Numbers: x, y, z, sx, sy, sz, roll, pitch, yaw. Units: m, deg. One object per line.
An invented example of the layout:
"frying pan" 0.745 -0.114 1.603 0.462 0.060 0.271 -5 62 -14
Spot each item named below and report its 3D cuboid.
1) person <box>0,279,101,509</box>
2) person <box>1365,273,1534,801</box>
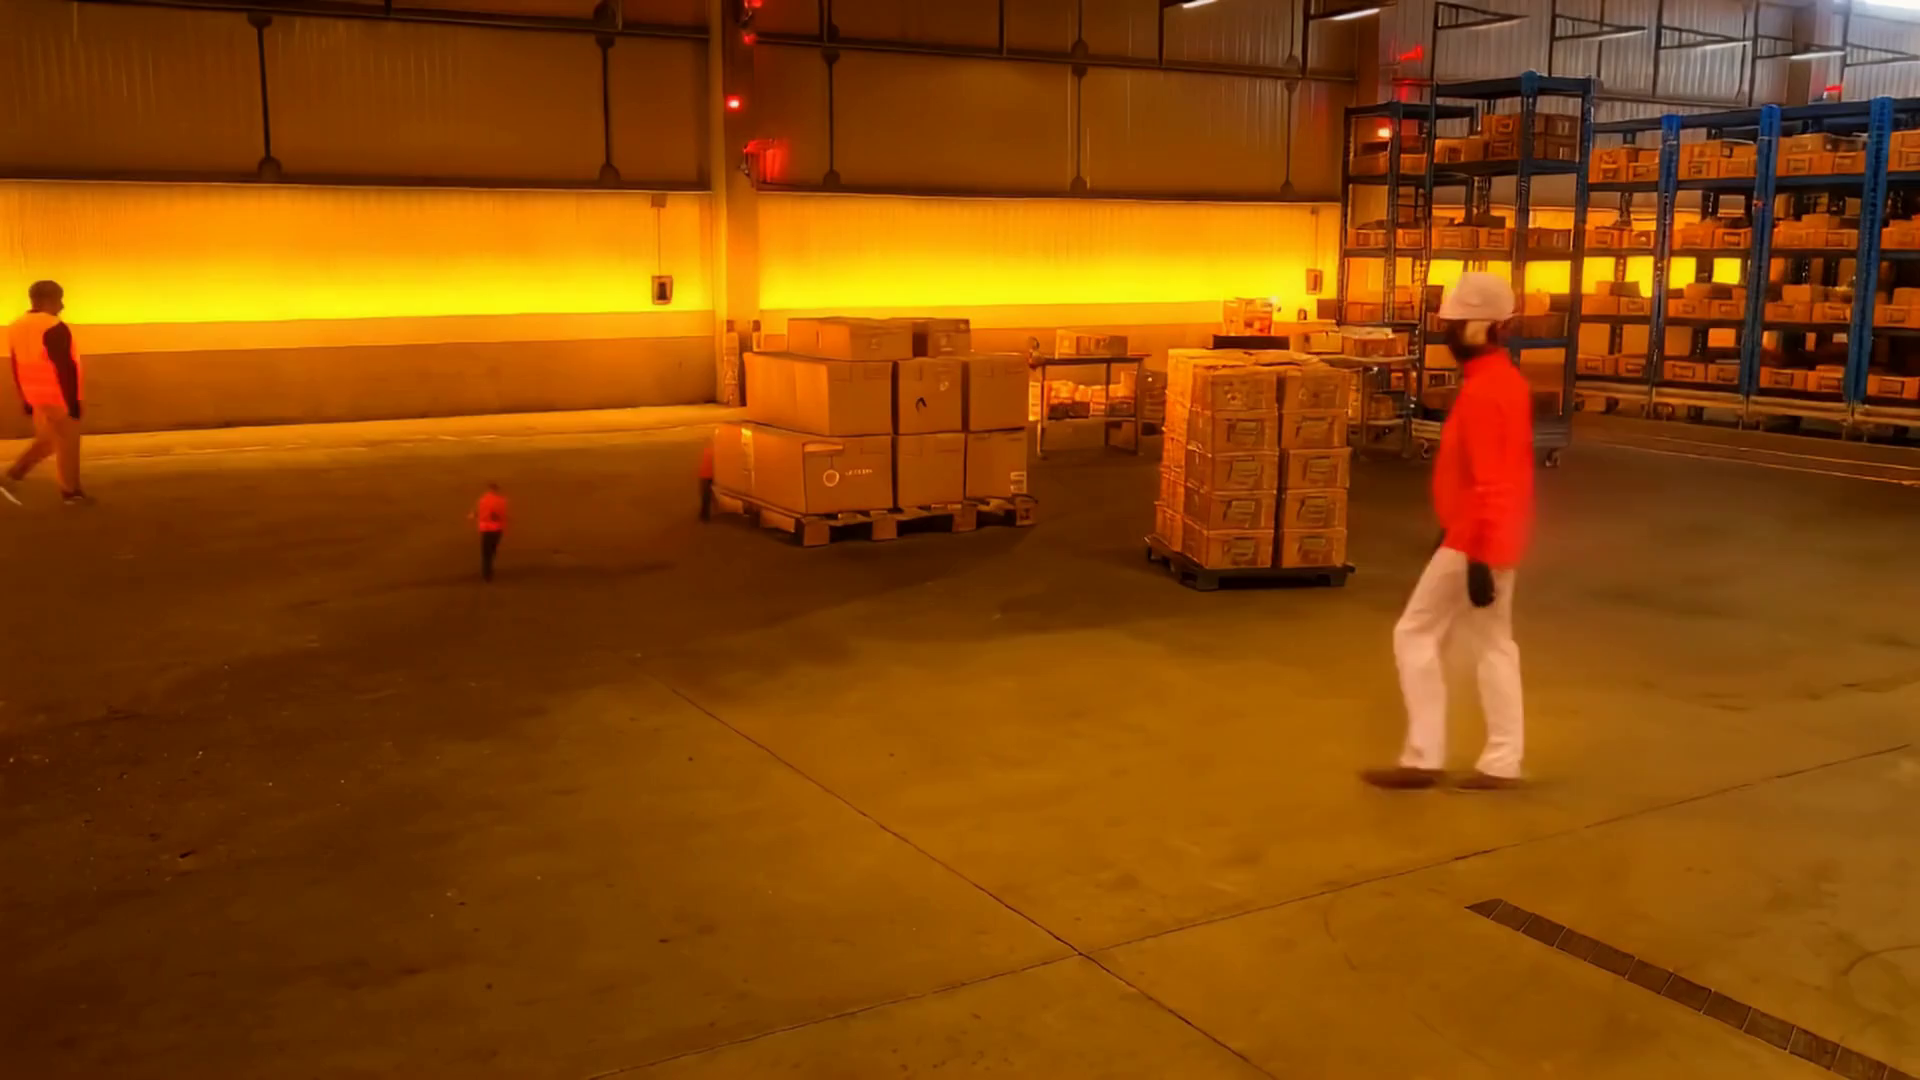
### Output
"person" -7.183 -1.126 13.049 0.633 1.823 0.600 7 12 35
"person" 1.830 0.004 6.219 0.710 1.972 0.617 6 12 30
